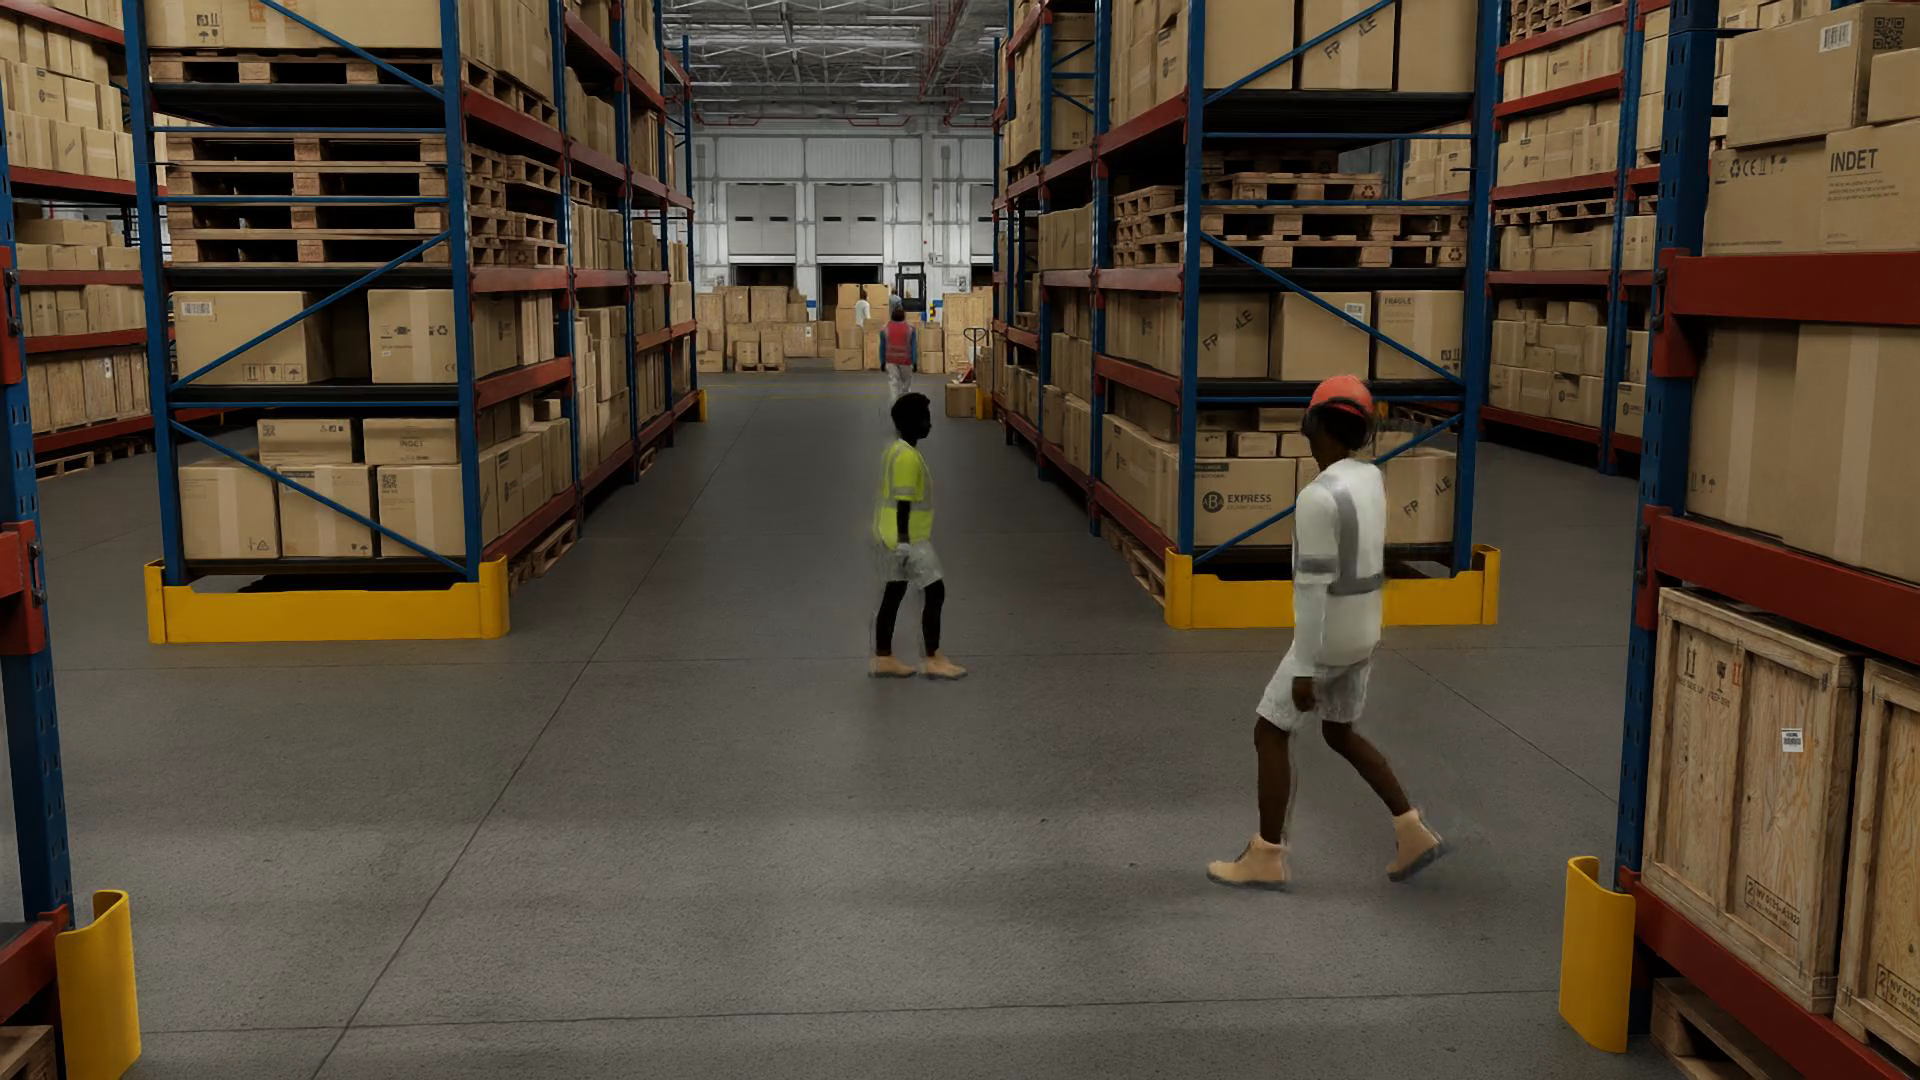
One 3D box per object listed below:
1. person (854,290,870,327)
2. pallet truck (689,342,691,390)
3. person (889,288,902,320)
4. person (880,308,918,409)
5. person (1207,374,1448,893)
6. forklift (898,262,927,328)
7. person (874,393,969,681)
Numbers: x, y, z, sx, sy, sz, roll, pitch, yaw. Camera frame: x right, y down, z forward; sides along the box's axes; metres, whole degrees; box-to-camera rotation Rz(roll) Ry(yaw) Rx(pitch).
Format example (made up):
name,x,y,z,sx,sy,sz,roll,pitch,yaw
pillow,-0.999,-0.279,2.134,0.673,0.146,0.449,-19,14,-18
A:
name,x,y,z,sx,sy,sz,roll,pitch,yaw
person,-2.663,-5.872,45.649,0.376,1.940,0.629,-6,11,-35
pallet truck,-5.225,-3.008,27.480,1.885,1.965,0.823,2,9,14
person,-2.301,-7.825,57.970,0.636,1.928,0.380,4,10,23
person,-1.020,-2.988,27.973,0.654,1.794,0.927,1,9,3
person,1.407,0.371,6.264,0.784,1.992,0.625,7,11,36
forklift,-1.708,-8.380,58.448,1.129,2.768,1.873,-1,9,-4
person,-0.206,-0.014,9.651,0.667,1.673,0.558,-1,9,-7
